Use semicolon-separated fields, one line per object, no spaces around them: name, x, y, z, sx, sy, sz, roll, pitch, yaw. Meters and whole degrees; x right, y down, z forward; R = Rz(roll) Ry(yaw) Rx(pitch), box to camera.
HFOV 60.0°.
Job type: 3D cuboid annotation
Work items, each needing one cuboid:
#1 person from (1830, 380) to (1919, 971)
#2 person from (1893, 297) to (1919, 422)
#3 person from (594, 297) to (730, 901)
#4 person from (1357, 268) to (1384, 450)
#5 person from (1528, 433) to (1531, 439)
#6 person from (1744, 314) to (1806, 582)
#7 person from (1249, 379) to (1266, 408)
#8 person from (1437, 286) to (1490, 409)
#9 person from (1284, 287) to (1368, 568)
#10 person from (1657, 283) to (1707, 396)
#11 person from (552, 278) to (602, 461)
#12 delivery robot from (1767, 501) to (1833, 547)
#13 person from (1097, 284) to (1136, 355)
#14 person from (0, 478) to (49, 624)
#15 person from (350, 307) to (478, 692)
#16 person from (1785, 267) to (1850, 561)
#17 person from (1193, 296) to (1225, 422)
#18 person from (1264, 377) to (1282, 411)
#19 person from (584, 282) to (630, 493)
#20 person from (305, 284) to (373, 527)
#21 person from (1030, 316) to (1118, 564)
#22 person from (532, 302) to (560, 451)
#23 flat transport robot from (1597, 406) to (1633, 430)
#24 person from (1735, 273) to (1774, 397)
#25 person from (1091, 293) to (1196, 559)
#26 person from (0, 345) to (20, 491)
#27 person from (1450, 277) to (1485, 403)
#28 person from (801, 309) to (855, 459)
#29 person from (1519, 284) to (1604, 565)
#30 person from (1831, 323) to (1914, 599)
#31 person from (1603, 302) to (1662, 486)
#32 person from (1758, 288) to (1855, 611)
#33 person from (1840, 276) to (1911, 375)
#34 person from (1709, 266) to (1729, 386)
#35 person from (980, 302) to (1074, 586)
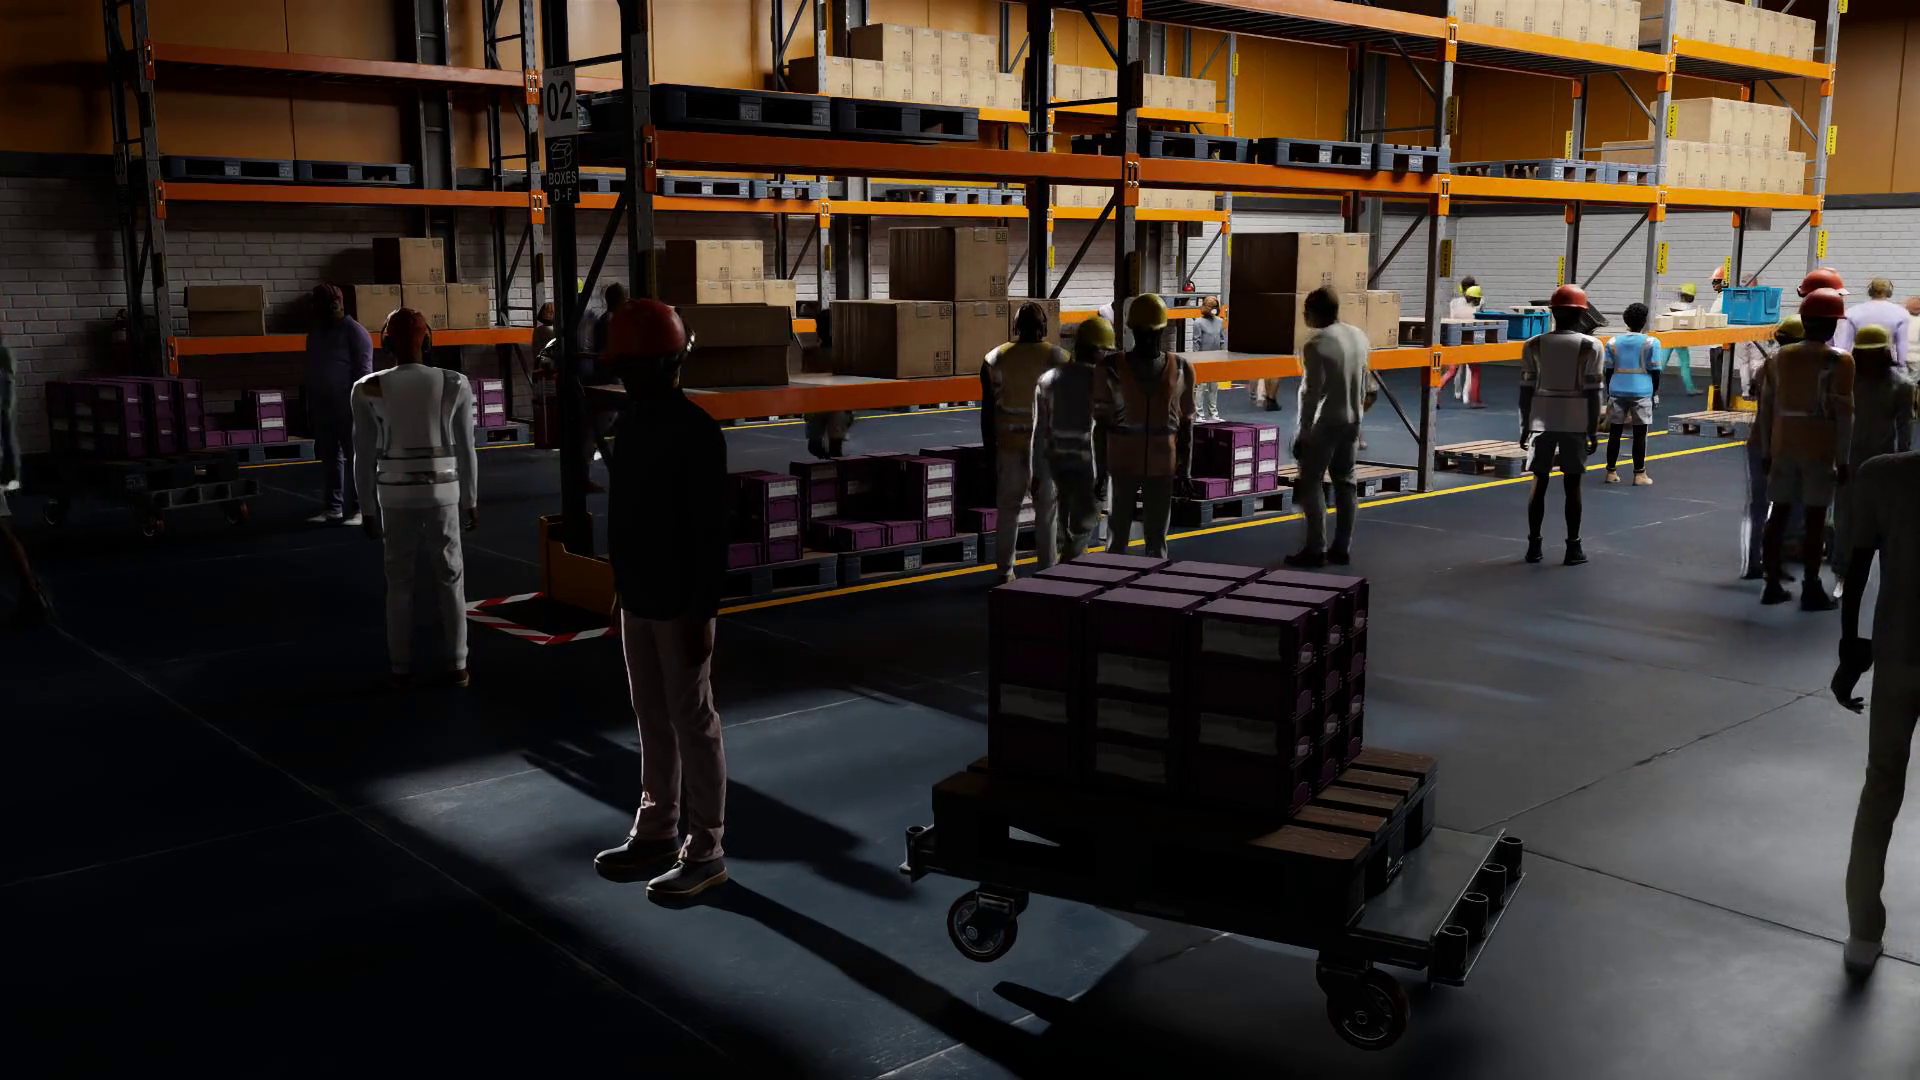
person;2.844;0.375;4.861;0.534;1.864;0.309;9;13;42
person;12.250;-2.327;21.480;0.518;1.592;0.874;7;12;35
person;-1.000;0.194;5.548;0.389;1.990;0.610;-8;13;-40
person;4.292;-1.962;18.047;0.627;2.032;0.557;9;13;44
person;6.777;-1.945;19.124;0.311;1.635;0.511;-4;11;-23
person;5.353;-0.590;10.854;0.384;1.752;0.523;-3;10;-18
person;4.273;-2.853;23.550;0.657;1.934;1.056;3;10;15
person;6.950;-2.665;23.068;0.894;1.724;0.533;-3;10;-18
person;2.546;-0.754;11.390;0.662;1.908;0.374;-7;12;-36
person;10.865;-3.011;25.137;0.861;1.708;0.635;-2;10;-12
person;-3.980;-1.778;17.314;0.588;1.918;0.397;3;10;19
delivery robot;5.958;-0.207;11.821;0.477;0.478;0.707;3;10;17
person;1.830;-2.012;18.729;0.598;1.907;0.403;1;10;7
person;-5.720;-0.441;9.577;0.986;1.897;0.550;5;11;25
person;-2.650;-0.191;8.134;0.575;1.880;0.359;-4;10;-20
person;5.975;-0.879;11.677;0.605;2.045;0.377;-8;13;-40
person;3.166;-2.286;21.146;0.503;1.622;0.299;-7;12;-35
person;4.345;-2.723;22.855;0.589;1.914;0.507;6;11;30
person;-3.045;-1.362;14.971;1.031;1.880;0.654;-2;10;-9
person;-4.933;-1.055;13.130;0.636;1.903;0.404;5;11;26
person;0.733;-0.427;9.832;0.607;1.769;0.958;5;11;26
person;-4.492;-1.785;18.217;0.492;1.625;0.284;8;13;40
flat transport robot;7.853;-1.518;20.601;1.431;0.197;0.652;-8;13;-40
person;11.833;-3.052;24.927;0.681;1.875;0.640;5;11;27
person;1.020;-0.404;9.260;0.585;1.920;0.382;-1;10;-4
person;-8.629;-1.188;14.803;0.503;1.578;0.786;0;10;-1
person;7.426;-2.930;24.365;0.517;1.812;1.013;3;10;18
person;-1.090;-1.134;14.215;0.540;1.688;0.543;4;10;22
person;4.141;-0.791;11.495;0.547;1.930;0.382;5;11;29
person;5.735;-0.519;10.543;0.488;1.712;0.800;4;11;24
person;6.229;-1.347;15.422;0.535;1.700;0.318;10;14;44
person;5.114;-0.545;10.036;0.372;1.935;0.551;-7;12;-34
person;9.799;-1.870;17.869;0.644;1.919;0.581;7;12;35
person;9.826;-2.536;21.522;0.377;1.995;0.608;2;10;12
person;0.442;-0.590;10.611;0.625;1.836;0.428;3;10;19
